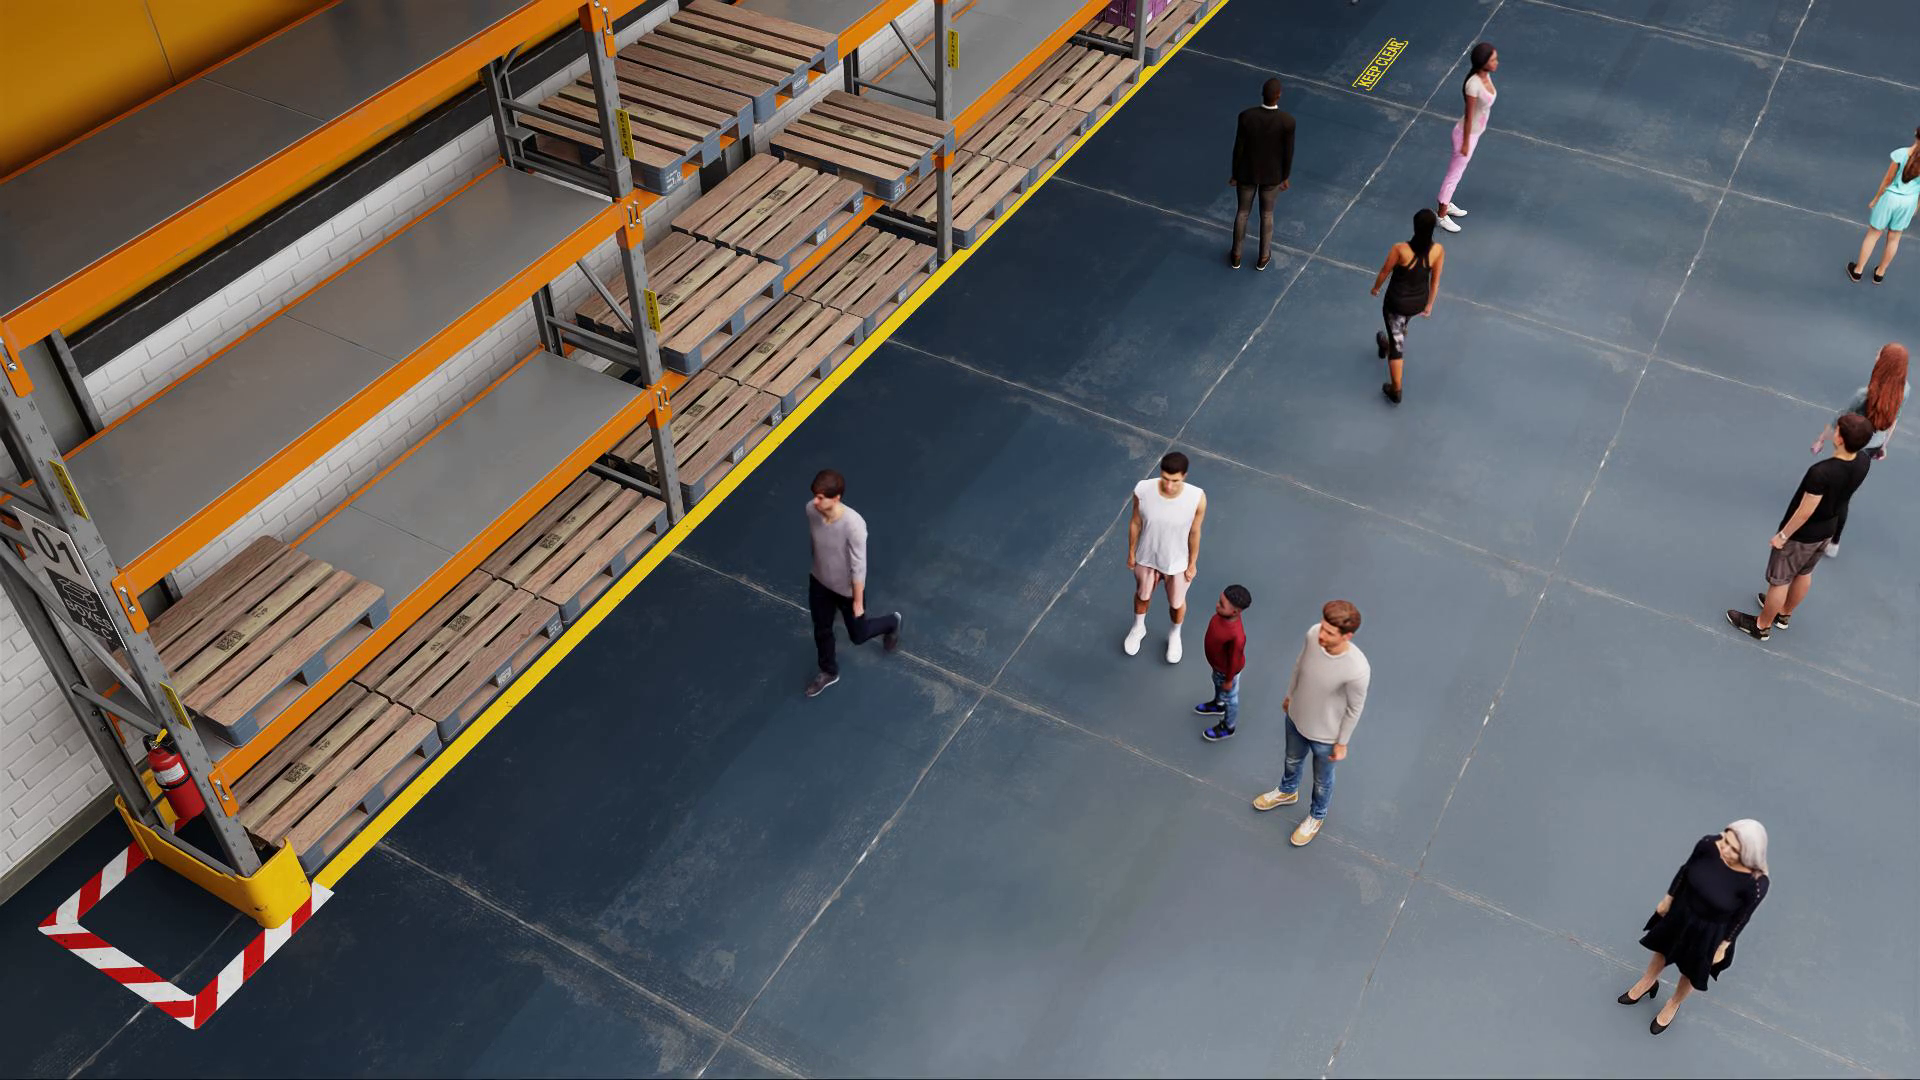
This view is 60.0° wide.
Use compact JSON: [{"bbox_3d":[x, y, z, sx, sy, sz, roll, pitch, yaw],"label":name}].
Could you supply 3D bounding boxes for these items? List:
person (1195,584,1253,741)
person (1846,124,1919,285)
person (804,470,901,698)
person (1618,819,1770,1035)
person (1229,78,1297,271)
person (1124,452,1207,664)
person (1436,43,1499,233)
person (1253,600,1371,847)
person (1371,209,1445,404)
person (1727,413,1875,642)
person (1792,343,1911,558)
[{"bbox_3d":[1.706,0.756,10.606,0.639,1.253,0.571,-7,44,-7],"label":"person"},{"bbox_3d":[8.018,-2.900,14.224,0.592,1.557,0.597,13,45,13],"label":"person"},{"bbox_3d":[-0.708,0.236,10.740,0.764,1.821,1.062,30,51,28],"label":"person"},{"bbox_3d":[3.936,2.059,8.881,0.711,1.746,0.697,-24,49,-23],"label":"person"},{"bbox_3d":[2.581,-3.142,14.301,0.728,1.800,0.672,7,44,8],"label":"person"},{"bbox_3d":[1.350,0.082,10.930,0.672,1.782,0.633,12,45,13],"label":"person"},{"bbox_3d":[4.520,-3.614,14.840,0.644,1.740,0.457,19,47,19],"label":"person"},{"bbox_3d":[2.120,1.052,9.823,0.731,1.904,0.753,-26,49,-24],"label":"person"},{"bbox_3d":[3.509,-1.814,13.037,0.988,1.621,1.117,-5,44,-6],"label":"person"},{"bbox_3d":[5.637,-0.080,11.043,0.711,1.861,0.835,-21,47,-20],"label":"person"},{"bbox_3d":[6.335,-0.571,11.660,0.894,1.721,0.958,-10,45,-11],"label":"person"}]
